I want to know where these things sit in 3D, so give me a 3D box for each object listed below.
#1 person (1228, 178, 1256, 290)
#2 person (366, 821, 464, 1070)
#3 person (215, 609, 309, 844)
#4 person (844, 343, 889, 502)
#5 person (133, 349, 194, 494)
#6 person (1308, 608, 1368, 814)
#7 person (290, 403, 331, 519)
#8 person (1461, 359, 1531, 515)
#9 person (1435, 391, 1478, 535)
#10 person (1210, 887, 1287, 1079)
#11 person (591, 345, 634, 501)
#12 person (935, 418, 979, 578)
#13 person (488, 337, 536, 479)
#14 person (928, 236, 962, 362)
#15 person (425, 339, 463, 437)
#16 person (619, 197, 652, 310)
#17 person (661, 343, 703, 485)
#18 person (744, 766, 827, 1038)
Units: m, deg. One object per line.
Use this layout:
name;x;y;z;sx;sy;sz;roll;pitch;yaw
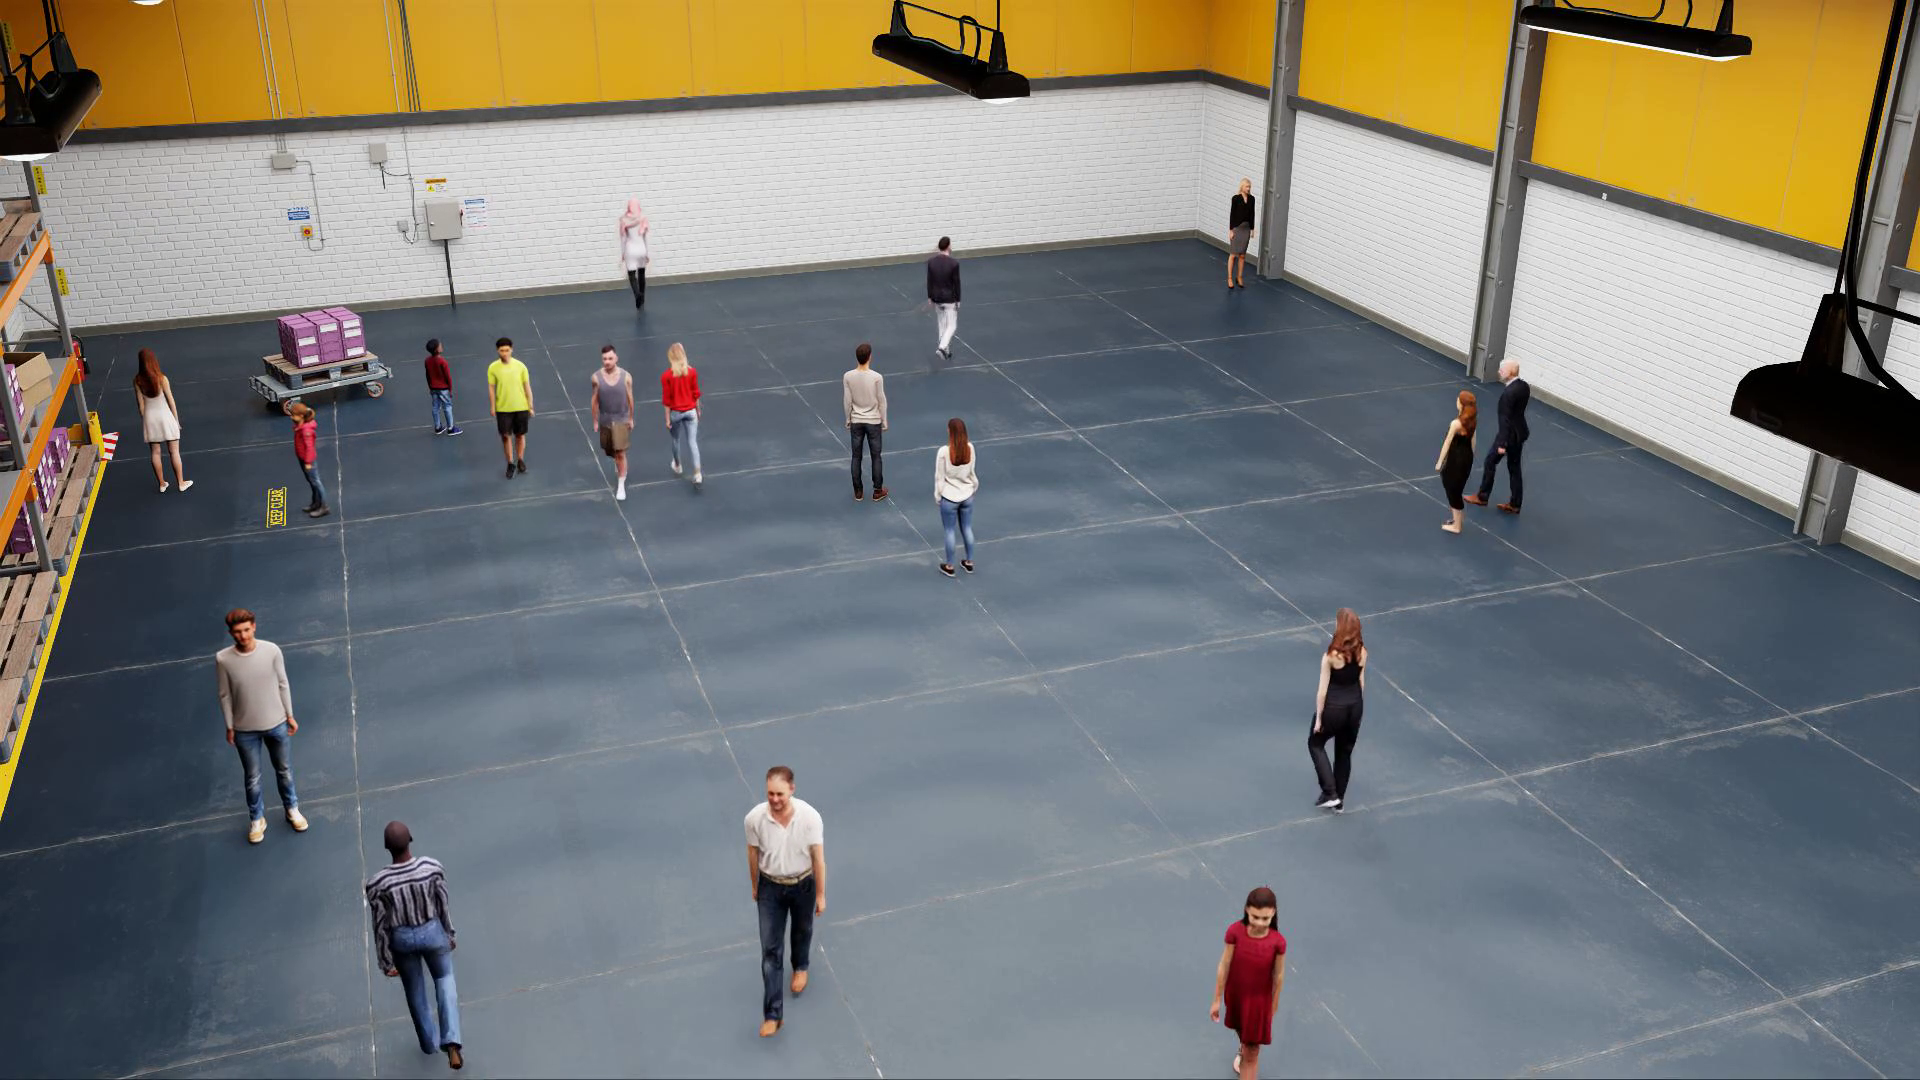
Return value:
person;4.634;-5.075;27.544;0.593;1.841;0.525;-8;25;-18
person;-3.297;2.536;10.210;0.704;1.779;0.911;-12;26;-25
person;-5.351;1.382;12.692;0.696;1.905;0.626;-12;27;-26
person;-1.076;-1.345;18.978;0.740;1.868;0.745;4;24;9
person;-9.286;-1.389;19.275;0.607;1.711;0.583;-3;24;-6
person;3.002;1.377;12.914;0.610;1.737;0.699;-7;24;-15
person;-7.310;-0.916;18.688;0.630;1.314;0.516;-17;29;-34
person;6.230;-1.129;18.609;1.088;1.767;0.986;20;31;38
person;5.502;-0.811;18.074;0.676;1.614;0.730;-21;31;-39
person;1.760;2.722;10.114;0.977;1.516;1.095;8;25;17
person;-3.976;-1.412;19.191;0.809;1.824;1.127;-2;24;-4
person;-0.034;-0.446;17.140;0.633;1.692;0.586;-12;26;-25
person;-5.355;-1.626;19.834;0.639;1.696;0.697;-8;25;-18
person;-0.261;-3.393;23.712;0.965;1.829;1.041;9;25;19
person;-6.606;-1.948;21.121;0.583;1.255;0.639;10;25;21
person;-5.120;-4.495;26.285;0.691;1.786;1.014;-5;24;-12
person;-3.208;-1.428;19.422;0.732;1.664;1.148;-11;26;-24
person;-1.094;2.217;10.894;1.002;1.816;1.255;1;24;3
